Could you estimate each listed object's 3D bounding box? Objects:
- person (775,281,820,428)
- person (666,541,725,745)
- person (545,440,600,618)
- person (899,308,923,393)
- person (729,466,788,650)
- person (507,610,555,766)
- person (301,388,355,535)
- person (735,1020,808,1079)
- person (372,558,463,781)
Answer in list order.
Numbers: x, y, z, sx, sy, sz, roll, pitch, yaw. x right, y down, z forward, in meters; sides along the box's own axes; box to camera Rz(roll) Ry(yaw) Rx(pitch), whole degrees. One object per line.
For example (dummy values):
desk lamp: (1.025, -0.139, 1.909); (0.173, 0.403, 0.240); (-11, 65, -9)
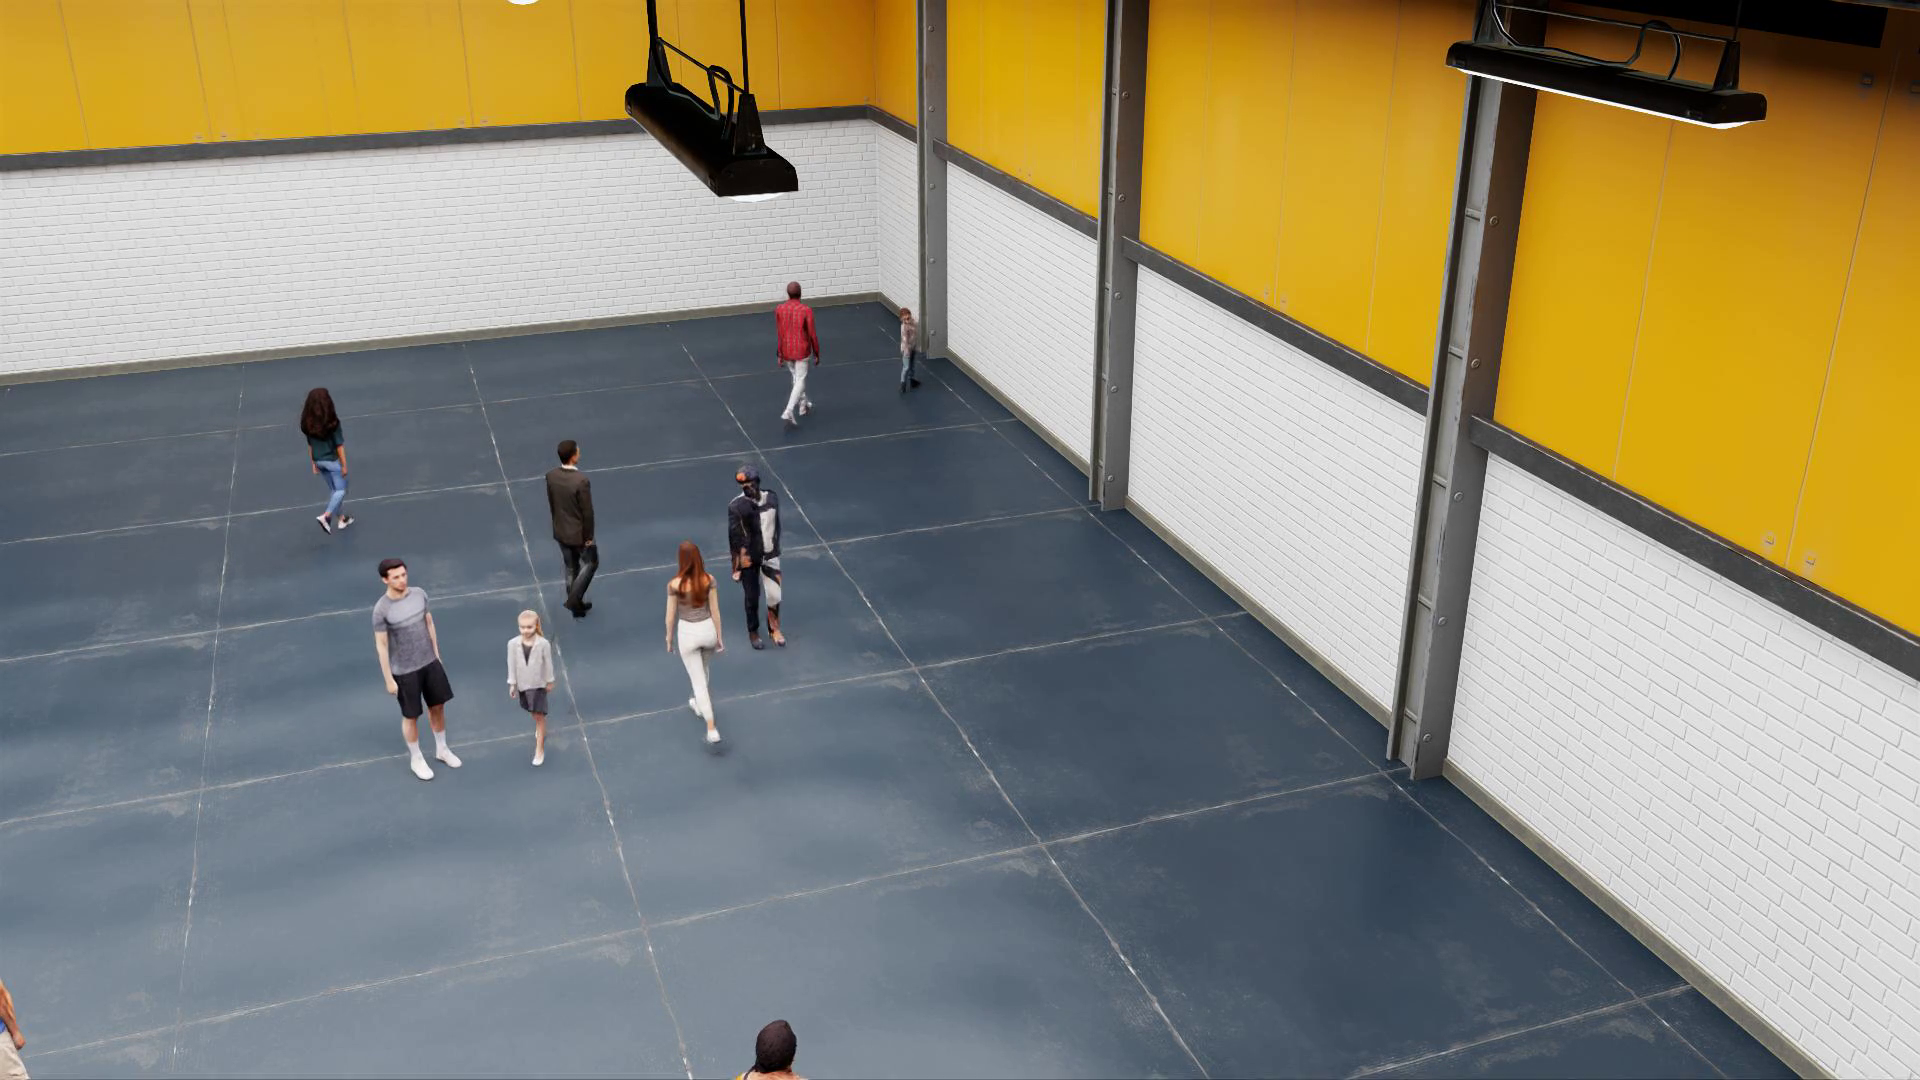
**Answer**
person: (-2.078, -2.330, 20.873); (1.143, 1.806, 1.270); (8, 25, 18)
person: (-2.137, 0.872, 13.694); (0.678, 1.689, 1.156); (-10, 26, -22)
person: (-3.701, -0.059, 15.700); (0.878, 1.789, 0.935); (9, 25, 19)
person: (-0.666, -2.579, 22.244); (0.689, 1.164, 0.662); (7, 25, 15)
person: (-1.851, 0.145, 15.152); (0.741, 1.852, 0.748); (-17, 29, -34)
person: (-3.495, 1.143, 13.621); (0.741, 1.250, 0.952); (2, 24, 4)
person: (-6.727, -0.806, 17.642); (0.874, 1.602, 1.009); (5, 24, 11)
person: (-0.931, 3.207, 8.417); (1.083, 1.637, 1.204); (8, 25, 17)
person: (-4.384, 0.981, 13.229); (0.806, 1.862, 0.800); (19, 30, 36)
